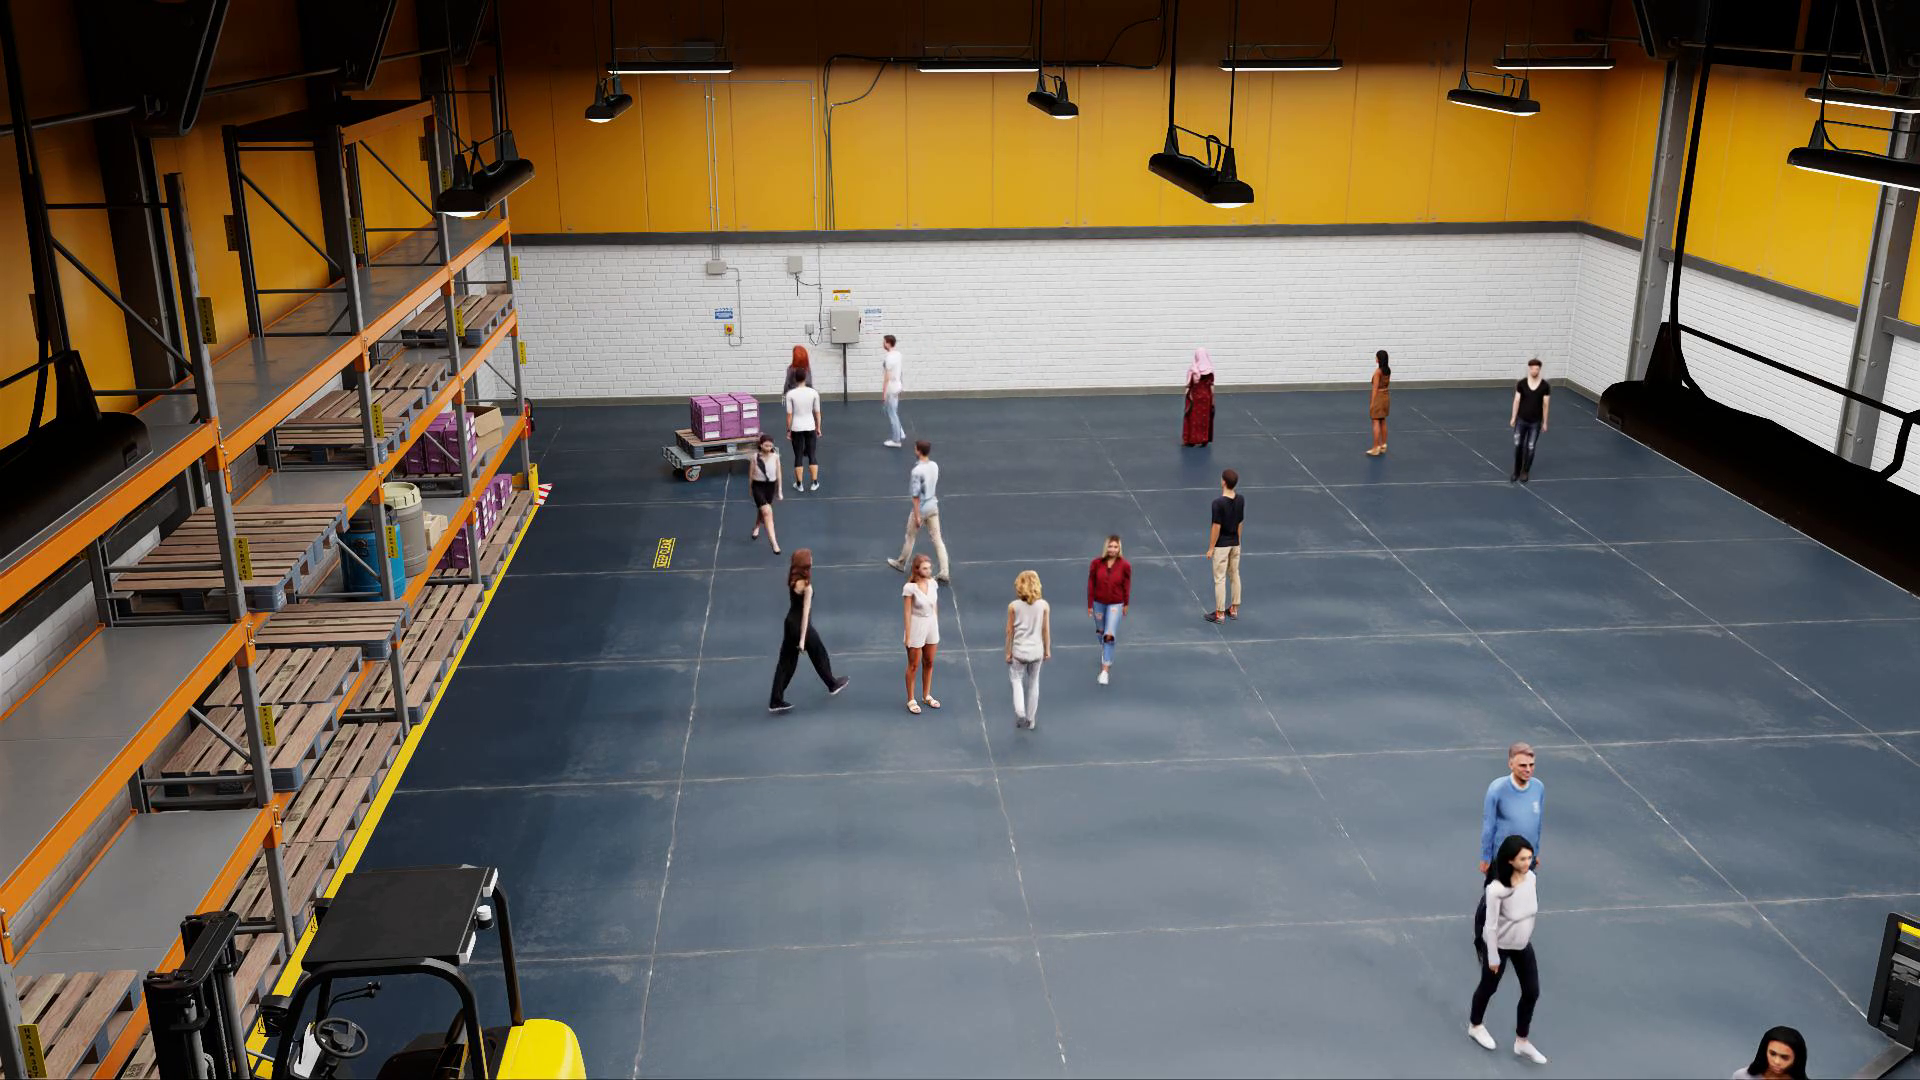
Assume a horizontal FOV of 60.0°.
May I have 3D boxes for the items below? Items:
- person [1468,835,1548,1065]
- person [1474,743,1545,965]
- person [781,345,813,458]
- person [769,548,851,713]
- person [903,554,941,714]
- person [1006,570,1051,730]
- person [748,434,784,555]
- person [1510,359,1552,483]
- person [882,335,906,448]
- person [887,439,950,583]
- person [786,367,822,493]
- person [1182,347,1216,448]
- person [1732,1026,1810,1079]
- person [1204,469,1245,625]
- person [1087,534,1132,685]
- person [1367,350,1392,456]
[{"bbox_3d":[3.771,2.805,11.674,0.811,1.682,0.925,-10,21,-27],"label":"person"},{"bbox_3d":[4.218,2.375,12.738,0.694,1.818,0.613,-5,19,-13],"label":"person"},{"bbox_3d":[-2.495,-2.179,26.366,0.898,1.751,1.030,-15,24,-38],"label":"person"},{"bbox_3d":[-1.753,0.979,17.098,1.104,1.680,1.184,-14,23,-35],"label":"person"},{"bbox_3d":[-0.395,0.938,17.197,0.661,1.696,0.685,-12,22,-32],"label":"person"},{"bbox_3d":[0.674,1.133,16.671,0.603,1.661,0.704,-1,19,-3],"label":"person"},{"bbox_3d":[-2.629,-0.629,22.026,0.848,1.583,1.222,-7,20,-21],"label":"person"},{"bbox_3d":[8.606,-1.824,25.099,0.857,1.886,0.897,8,20,24],"label":"person"},{"bbox_3d":[-1.001,-2.403,26.887,0.844,1.842,0.718,6,20,18],"label":"person"},{"bbox_3d":[-0.369,-0.322,20.781,1.250,1.795,1.195,15,24,37],"label":"person"},{"bbox_3d":[-2.316,-1.642,24.617,0.706,1.850,0.597,-5,19,-13],"label":"person"},{"bbox_3d":[3.893,-2.324,26.981,0.675,1.632,0.600,-1,19,-4],"label":"person"},{"bbox_3d":[4.571,3.523,9.461,0.692,1.734,0.714,10,21,28],"label":"person"},{"bbox_3d":[3.132,0.066,19.529,0.714,1.859,0.697,-11,22,-31],"label":"person"},{"bbox_3d":[1.609,0.699,18.065,0.861,1.594,1.179,5,19,13],"label":"person"},{"bbox_3d":[6.699,-2.200,26.533,0.686,1.684,0.631,16,24,39],"label":"person"}]
